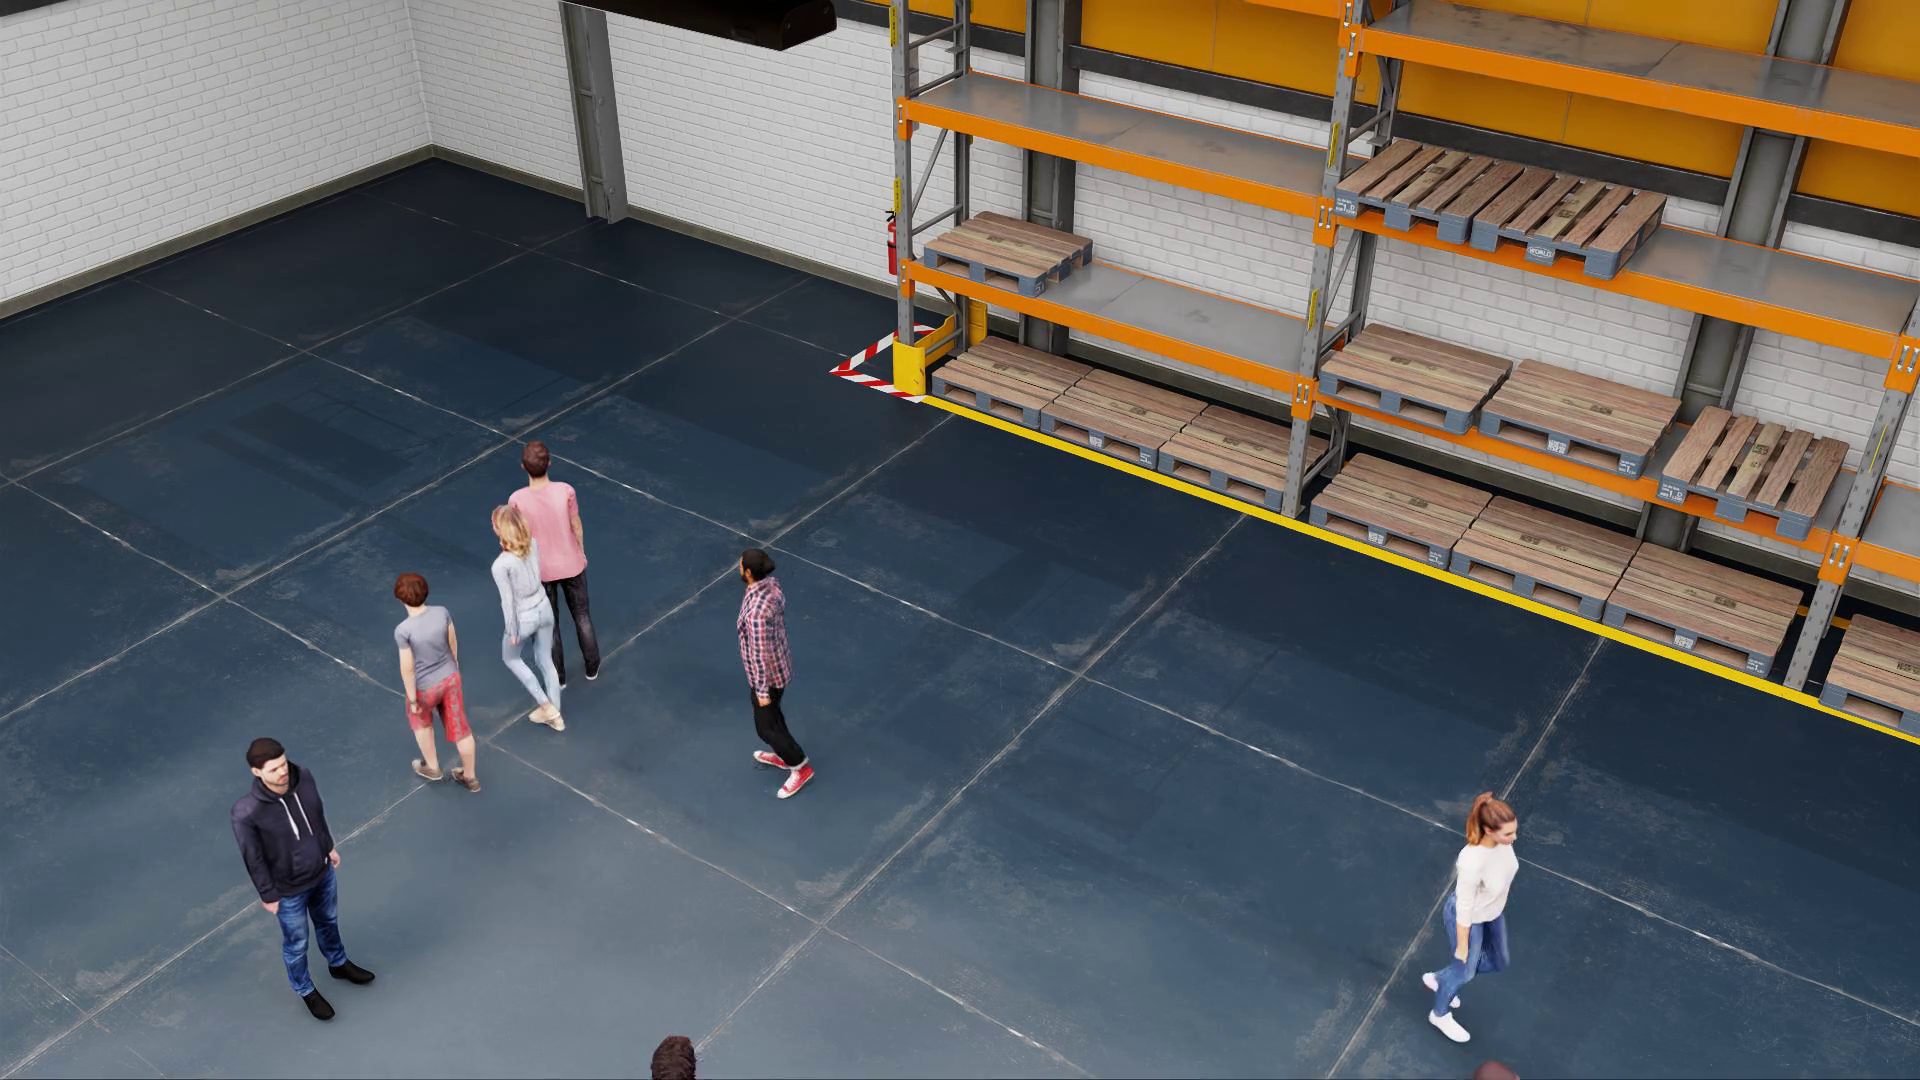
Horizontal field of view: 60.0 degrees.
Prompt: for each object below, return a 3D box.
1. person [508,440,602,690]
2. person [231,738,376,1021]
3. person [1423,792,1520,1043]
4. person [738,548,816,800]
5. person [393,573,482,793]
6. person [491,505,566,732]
[{"bbox_3d":[-2.828,0.182,11.607,0.716,1.959,0.729,-13,36,-19],"label":"person"},{"bbox_3d":[-3.667,1.827,9.190,0.599,1.895,0.691,17,37,23],"label":"person"},{"bbox_3d":[2.727,2.022,9.064,0.697,1.709,0.670,28,42,35],"label":"person"},{"bbox_3d":[-1.224,0.851,10.800,0.893,1.738,0.881,-3,34,-5],"label":"person"},{"bbox_3d":[-3.338,0.972,10.712,0.688,1.633,0.807,-25,41,-33],"label":"person"},{"bbox_3d":[-2.830,0.567,11.185,0.602,1.783,0.600,19,38,26],"label":"person"}]
